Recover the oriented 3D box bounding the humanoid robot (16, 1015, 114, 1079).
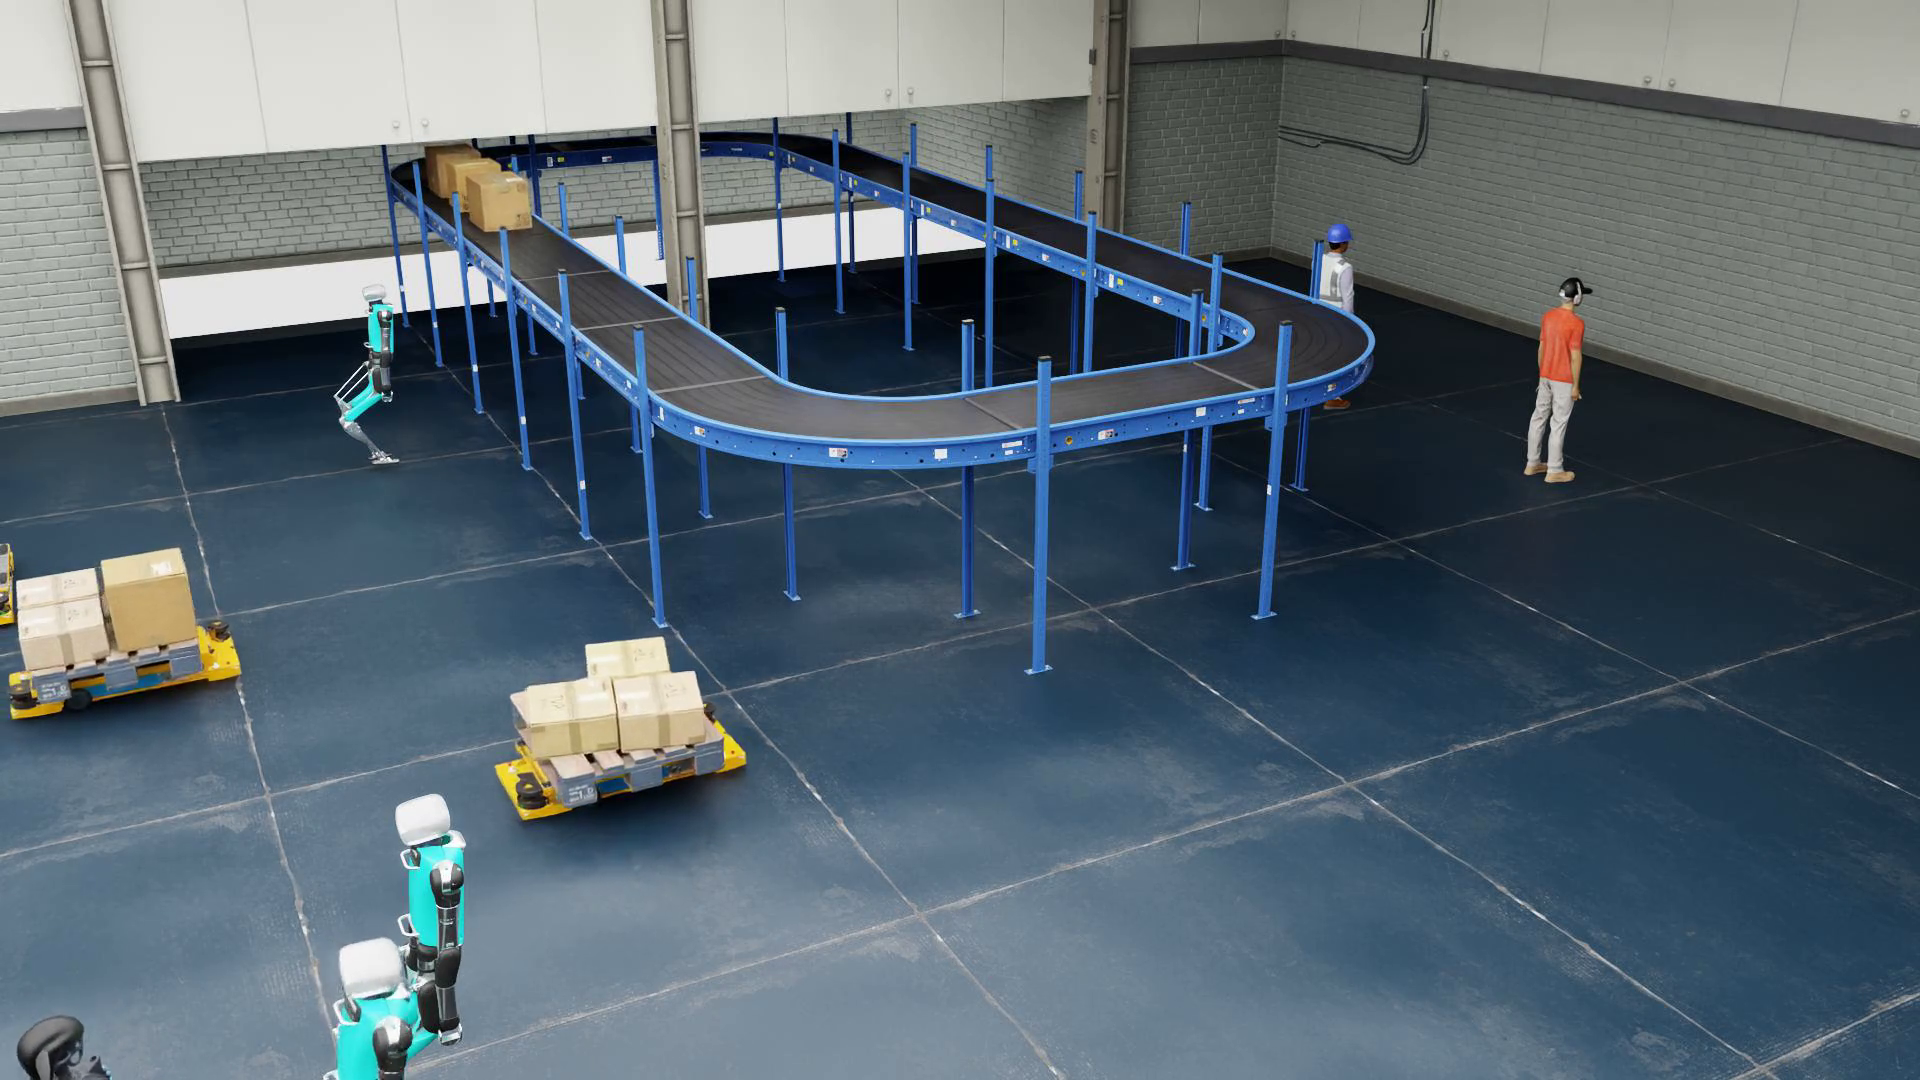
[{"bbox_3d":[-3.130,2.399,6.094,0.590,1.645,0.367,14,26,30],"label":"humanoid robot"}]

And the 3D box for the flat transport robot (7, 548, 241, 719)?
[{"bbox_3d":[-5.877,0.882,11.695,1.431,0.231,0.659,-12,25,-27],"label":"flat transport robot"}]

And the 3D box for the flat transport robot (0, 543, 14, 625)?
[{"bbox_3d":[-7.754,0.374,12.950,0.659,0.231,1.431,-11,25,-26],"label":"flat transport robot"}]

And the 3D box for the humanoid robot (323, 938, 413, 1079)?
[{"bbox_3d":[-2.364,2.351,6.121,0.834,1.775,0.562,-15,27,-33],"label":"humanoid robot"}]

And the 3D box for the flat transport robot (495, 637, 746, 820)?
[{"bbox_3d":[-2.135,1.377,10.472,1.431,0.231,0.659,-12,25,-27],"label":"flat transport robot"}]

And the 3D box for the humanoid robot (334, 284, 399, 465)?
[{"bbox_3d":[-5.577,-1.516,15.488,0.735,1.677,0.533,-11,25,-26],"label":"humanoid robot"}]

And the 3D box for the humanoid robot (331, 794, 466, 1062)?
[{"bbox_3d":[-2.397,1.907,7.025,0.735,1.677,0.533,-11,25,-26],"label":"humanoid robot"}]

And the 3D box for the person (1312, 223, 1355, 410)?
[{"bbox_3d":[3.895,-2.340,17.420,0.380,1.950,0.604,-11,25,-26],"label":"person"}]

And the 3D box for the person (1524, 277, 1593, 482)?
[{"bbox_3d":[5.543,-1.482,15.352,0.397,1.912,0.475,-11,25,-26],"label":"person"}]
